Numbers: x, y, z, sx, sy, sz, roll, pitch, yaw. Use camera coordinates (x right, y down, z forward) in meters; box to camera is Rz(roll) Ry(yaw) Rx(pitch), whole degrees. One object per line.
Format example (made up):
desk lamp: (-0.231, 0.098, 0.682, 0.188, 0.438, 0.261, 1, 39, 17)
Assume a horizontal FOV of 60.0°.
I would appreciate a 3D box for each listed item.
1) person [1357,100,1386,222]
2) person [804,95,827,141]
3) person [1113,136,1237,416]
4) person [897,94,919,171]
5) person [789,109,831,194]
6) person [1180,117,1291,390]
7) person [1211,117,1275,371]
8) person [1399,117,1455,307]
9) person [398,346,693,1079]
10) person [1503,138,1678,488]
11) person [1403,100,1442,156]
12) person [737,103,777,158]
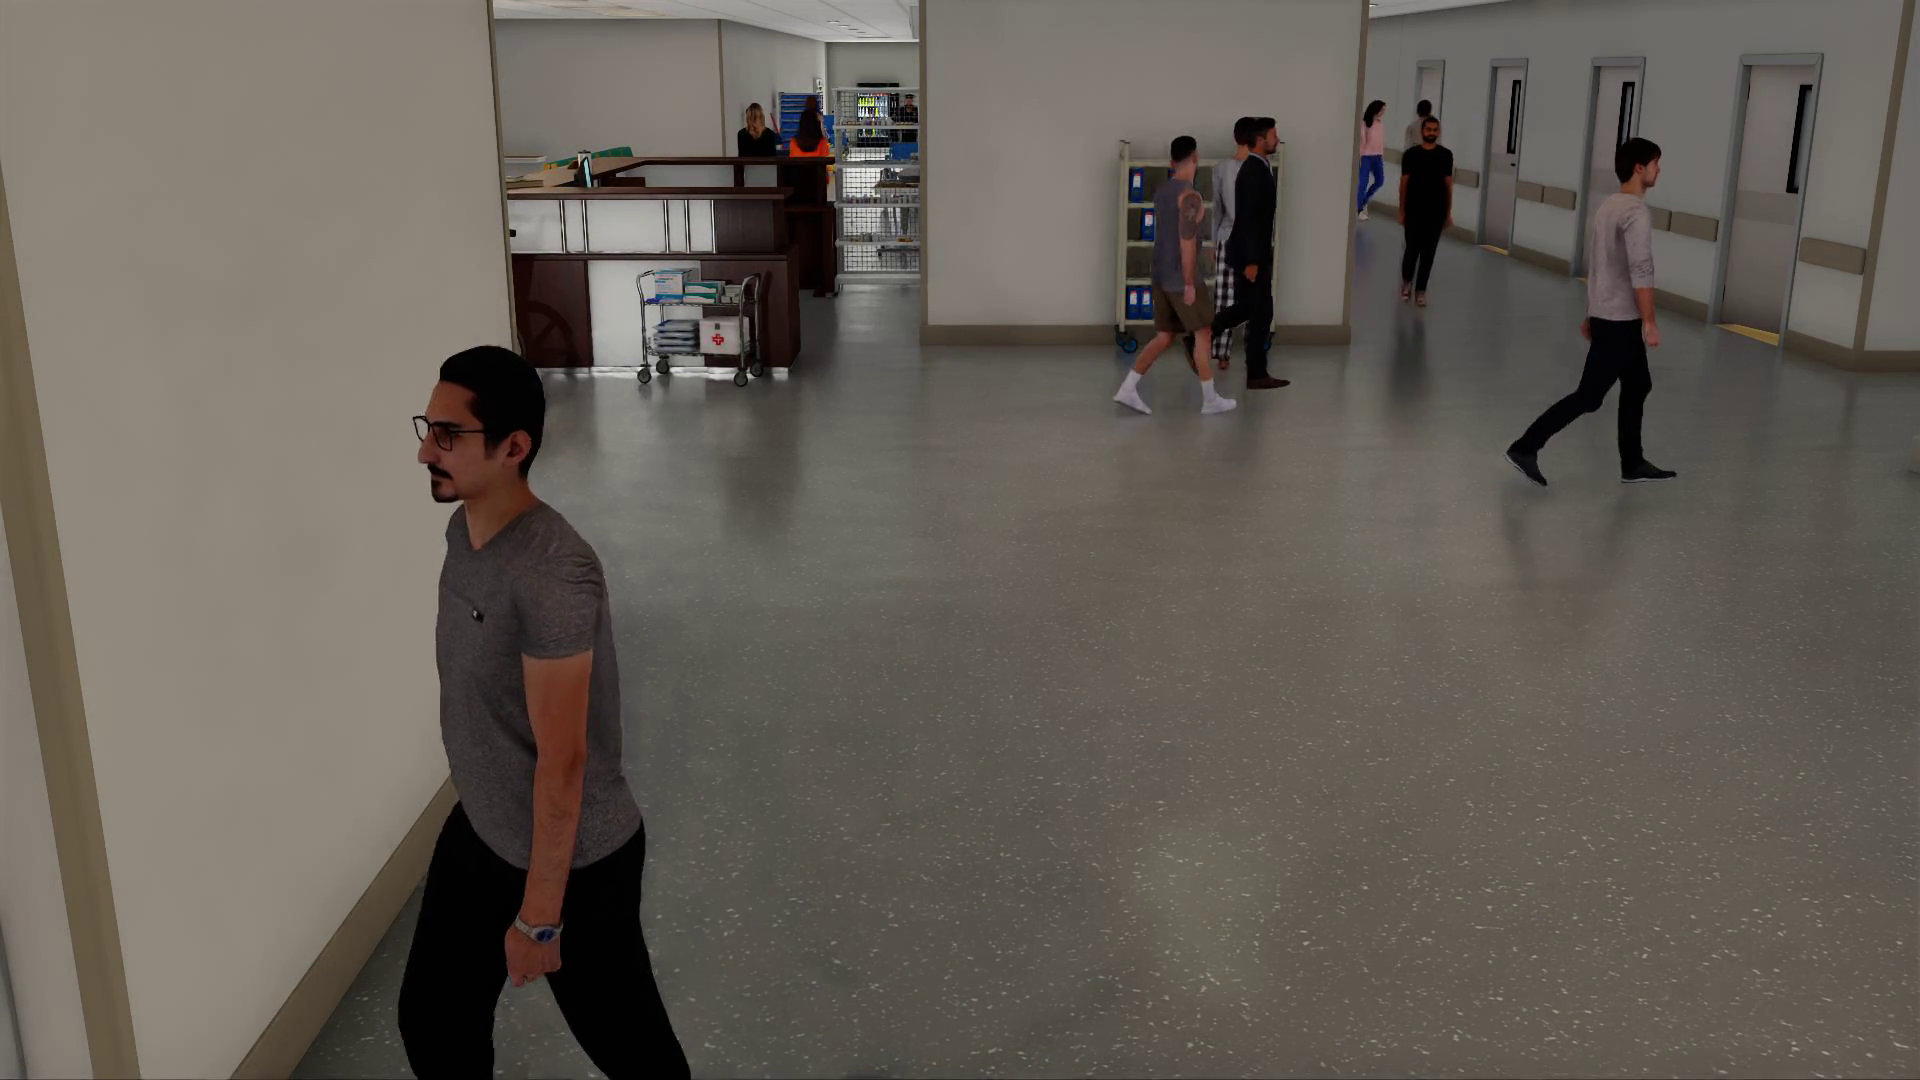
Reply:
person: (6.057, -5.654, 24.791, 0.776, 1.753, 0.874, -7, 17, -24)
person: (-2.745, -7.300, 30.747, 1.113, 1.689, 0.787, 2, 16, 9)
person: (1.331, -1.661, 10.738, 1.220, 1.790, 0.975, -5, 17, -19)
person: (-1.126, -9.088, 37.123, 0.614, 1.671, 0.796, 3, 16, 9)
person: (-1.784, -4.151, 19.485, 0.656, 1.738, 0.746, 4, 16, 14)
person: (1.929, -1.960, 11.512, 1.024, 1.849, 0.700, 2, 16, 7)
person: (2.091, -2.192, 12.338, 0.609, 1.847, 0.755, 7, 17, 22)
person: (4.381, -3.091, 15.711, 0.607, 1.746, 0.715, 2, 16, 6)
person: (-0.661, 0.516, 2.951, 1.032, 1.728, 0.953, -14, 21, -40)
person: (3.323, -1.140, 8.675, 1.199, 1.809, 0.789, 3, 16, 10)
person: (6.172, -4.945, 22.271, 1.103, 1.756, 0.895, 4, 16, 14)
person: (-2.429, -4.317, 19.961, 0.463, 1.801, 0.680, -1, 16, -5)
